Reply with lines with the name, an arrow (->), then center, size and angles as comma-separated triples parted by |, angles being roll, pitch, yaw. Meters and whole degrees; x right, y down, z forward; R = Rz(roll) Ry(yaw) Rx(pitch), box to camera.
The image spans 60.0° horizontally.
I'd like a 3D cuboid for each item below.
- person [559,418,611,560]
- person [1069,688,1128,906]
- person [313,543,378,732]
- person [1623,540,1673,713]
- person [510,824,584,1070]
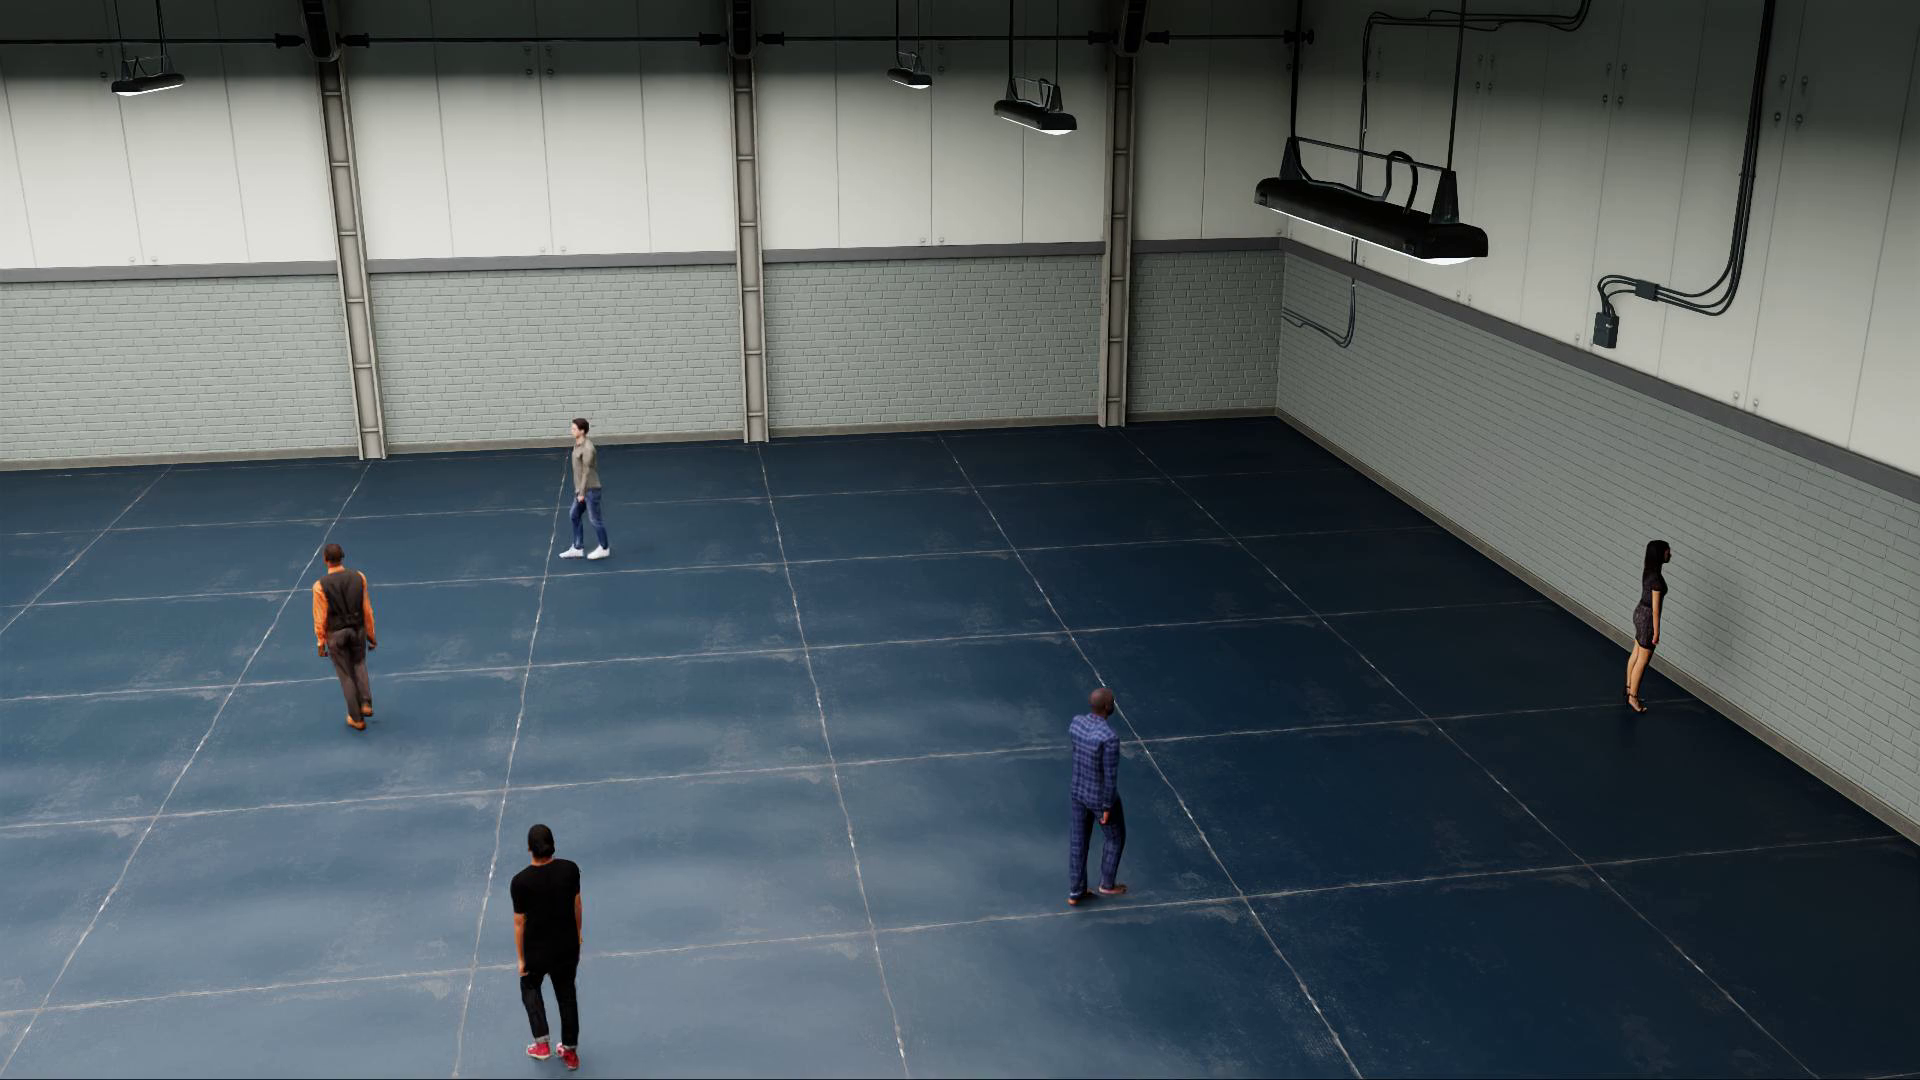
person -> -4.657, -0.649, 21.213 | 0.969, 1.844, 0.877 | -11, 21, -30
person -> 0.984, 2.033, 13.038 | 0.868, 1.805, 0.924 | 16, 24, 41
person -> -5.922, 0.966, 16.163 | 0.823, 1.899, 0.912 | -14, 23, -37
person -> 6.898, 0.846, 16.709 | 0.600, 1.789, 0.629 | 3, 18, 8
person -> -2.689, 2.728, 11.003 | 0.694, 1.745, 0.795 | -10, 21, -28
